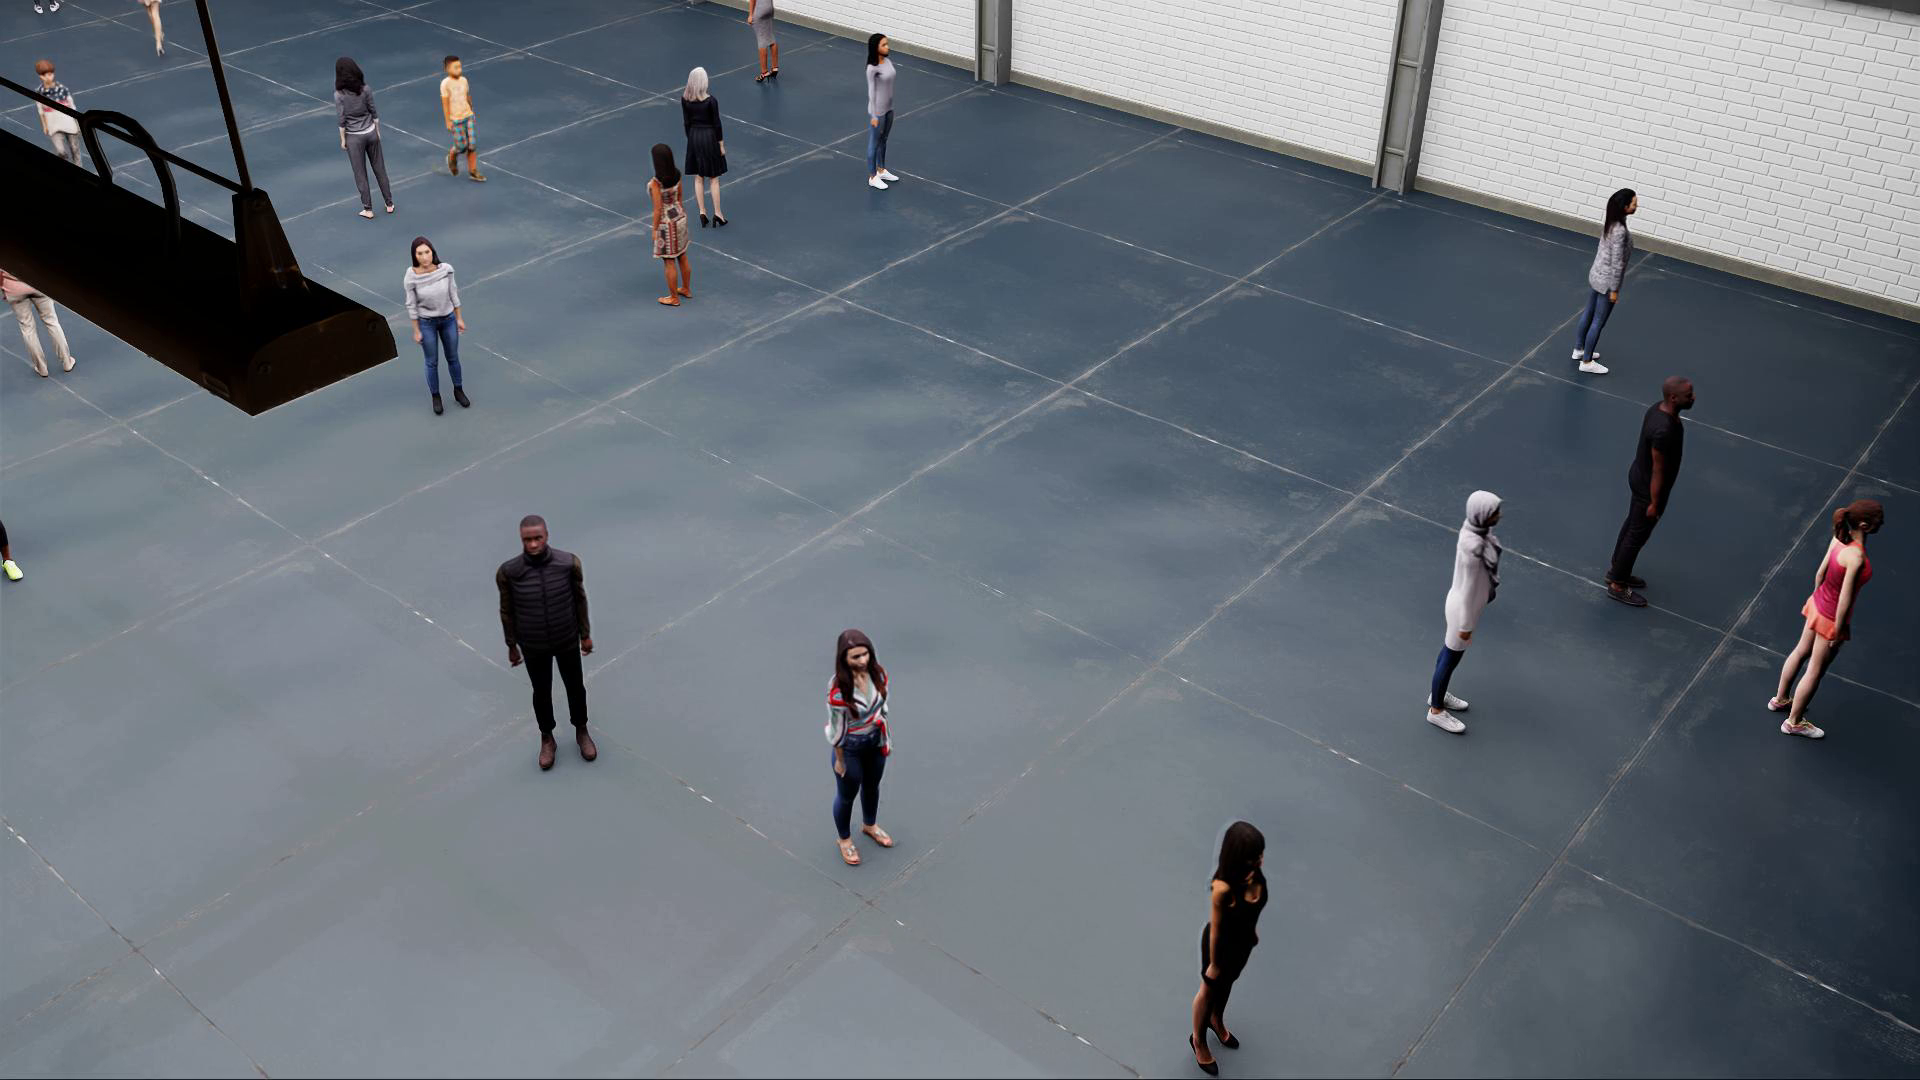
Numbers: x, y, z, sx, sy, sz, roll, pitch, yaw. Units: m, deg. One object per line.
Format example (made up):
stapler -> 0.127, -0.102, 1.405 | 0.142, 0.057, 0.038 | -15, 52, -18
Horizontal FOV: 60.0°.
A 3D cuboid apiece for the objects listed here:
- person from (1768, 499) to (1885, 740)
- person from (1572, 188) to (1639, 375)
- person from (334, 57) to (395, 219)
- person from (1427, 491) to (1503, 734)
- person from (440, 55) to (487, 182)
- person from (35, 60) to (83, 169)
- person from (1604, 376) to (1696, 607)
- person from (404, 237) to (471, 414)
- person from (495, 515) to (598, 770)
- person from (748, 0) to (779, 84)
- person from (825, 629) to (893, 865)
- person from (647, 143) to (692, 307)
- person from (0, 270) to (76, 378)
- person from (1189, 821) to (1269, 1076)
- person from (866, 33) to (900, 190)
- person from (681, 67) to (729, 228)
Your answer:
person -> 5.675, 0.486, 10.856 | 0.692, 1.752, 0.656 | 3, 34, 4
person -> 5.900, -2.388, 15.198 | 0.714, 1.733, 0.687 | 2, 34, 3
person -> -6.549, -4.407, 18.207 | 0.638, 1.765, 0.584 | -23, 40, -30
person -> 3.297, 0.448, 10.893 | 0.628, 1.776, 0.669 | 13, 36, 18
person -> -5.800, -4.859, 19.169 | 0.731, 1.453, 0.555 | 23, 40, 30
person -> -10.350, -4.819, 19.133 | 0.676, 1.426, 0.810 | -18, 38, -25
person -> 5.014, -0.380, 12.099 | 0.697, 1.820, 0.740 | 10, 35, 15
person -> -4.583, -1.894, 14.545 | 0.662, 1.632, 0.613 | -20, 38, -27
person -> -2.604, 0.630, 10.564 | 0.778, 1.836, 0.775 | -10, 35, -15
person -> -2.614, -6.990, 22.078 | 0.497, 1.781, 0.574 | 25, 41, 32
person -> -0.604, 1.207, 9.896 | 0.623, 1.614, 0.573 | -24, 41, -32
person -> -2.857, -3.115, 16.371 | 0.598, 1.645, 0.691 | 17, 37, 24
person -> -8.489, -2.312, 15.092 | 0.666, 1.724, 0.630 | -18, 38, -25
person -> 1.380, 2.072, 8.567 | 0.491, 1.645, 0.568 | 26, 42, 33
person -> -0.919, -4.917, 19.001 | 0.603, 1.735, 0.658 | 16, 37, 22
person -> -2.760, -4.245, 17.980 | 0.644, 1.746, 0.751 | 8, 34, 12
